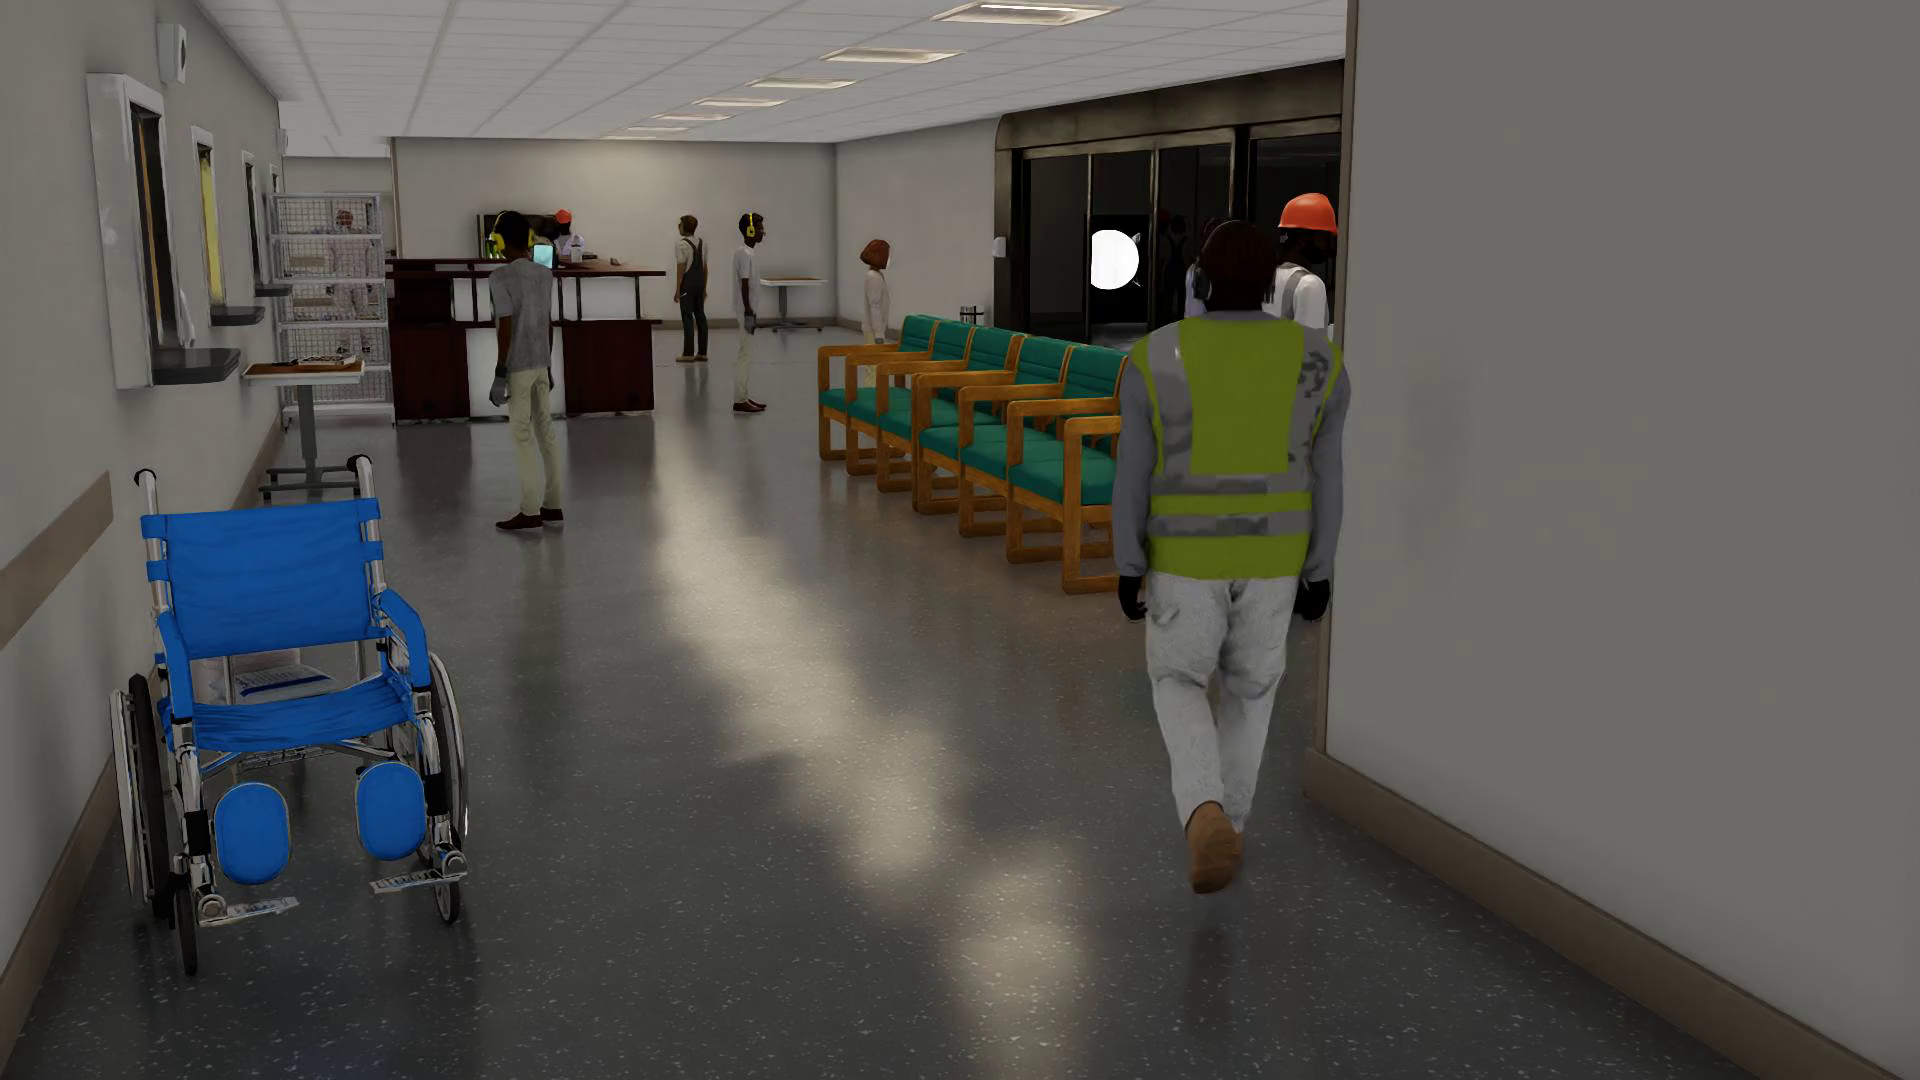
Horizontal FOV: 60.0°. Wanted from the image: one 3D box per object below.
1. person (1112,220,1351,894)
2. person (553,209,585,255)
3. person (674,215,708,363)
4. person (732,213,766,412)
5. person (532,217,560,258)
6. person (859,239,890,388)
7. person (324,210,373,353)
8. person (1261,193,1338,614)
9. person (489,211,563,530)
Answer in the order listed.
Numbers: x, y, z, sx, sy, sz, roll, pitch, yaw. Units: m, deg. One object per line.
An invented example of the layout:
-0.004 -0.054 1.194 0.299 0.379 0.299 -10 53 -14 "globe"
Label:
0.727 0.058 4.496 0.625 1.824 0.695 0 11 -1 "person"
-5.523 -3.663 23.334 0.545 1.929 0.390 2 11 11 "person"
-3.389 -3.159 20.947 0.334 1.846 0.513 9 14 38 "person"
-1.988 -2.130 15.646 0.333 1.862 0.508 -1 11 -5 "person"
-5.096 -3.064 20.555 0.488 1.825 0.700 -2 11 -10 "person"
-0.726 -1.799 14.529 0.289 1.632 0.497 -1 11 -5 "person"
-8.238 -3.477 22.416 0.651 1.913 0.409 -9 14 -39 "person"
1.560 -0.625 7.726 0.366 1.933 0.551 -3 12 -17 "person"
-2.569 -0.982 9.746 0.334 1.864 0.521 5 12 25 "person"
